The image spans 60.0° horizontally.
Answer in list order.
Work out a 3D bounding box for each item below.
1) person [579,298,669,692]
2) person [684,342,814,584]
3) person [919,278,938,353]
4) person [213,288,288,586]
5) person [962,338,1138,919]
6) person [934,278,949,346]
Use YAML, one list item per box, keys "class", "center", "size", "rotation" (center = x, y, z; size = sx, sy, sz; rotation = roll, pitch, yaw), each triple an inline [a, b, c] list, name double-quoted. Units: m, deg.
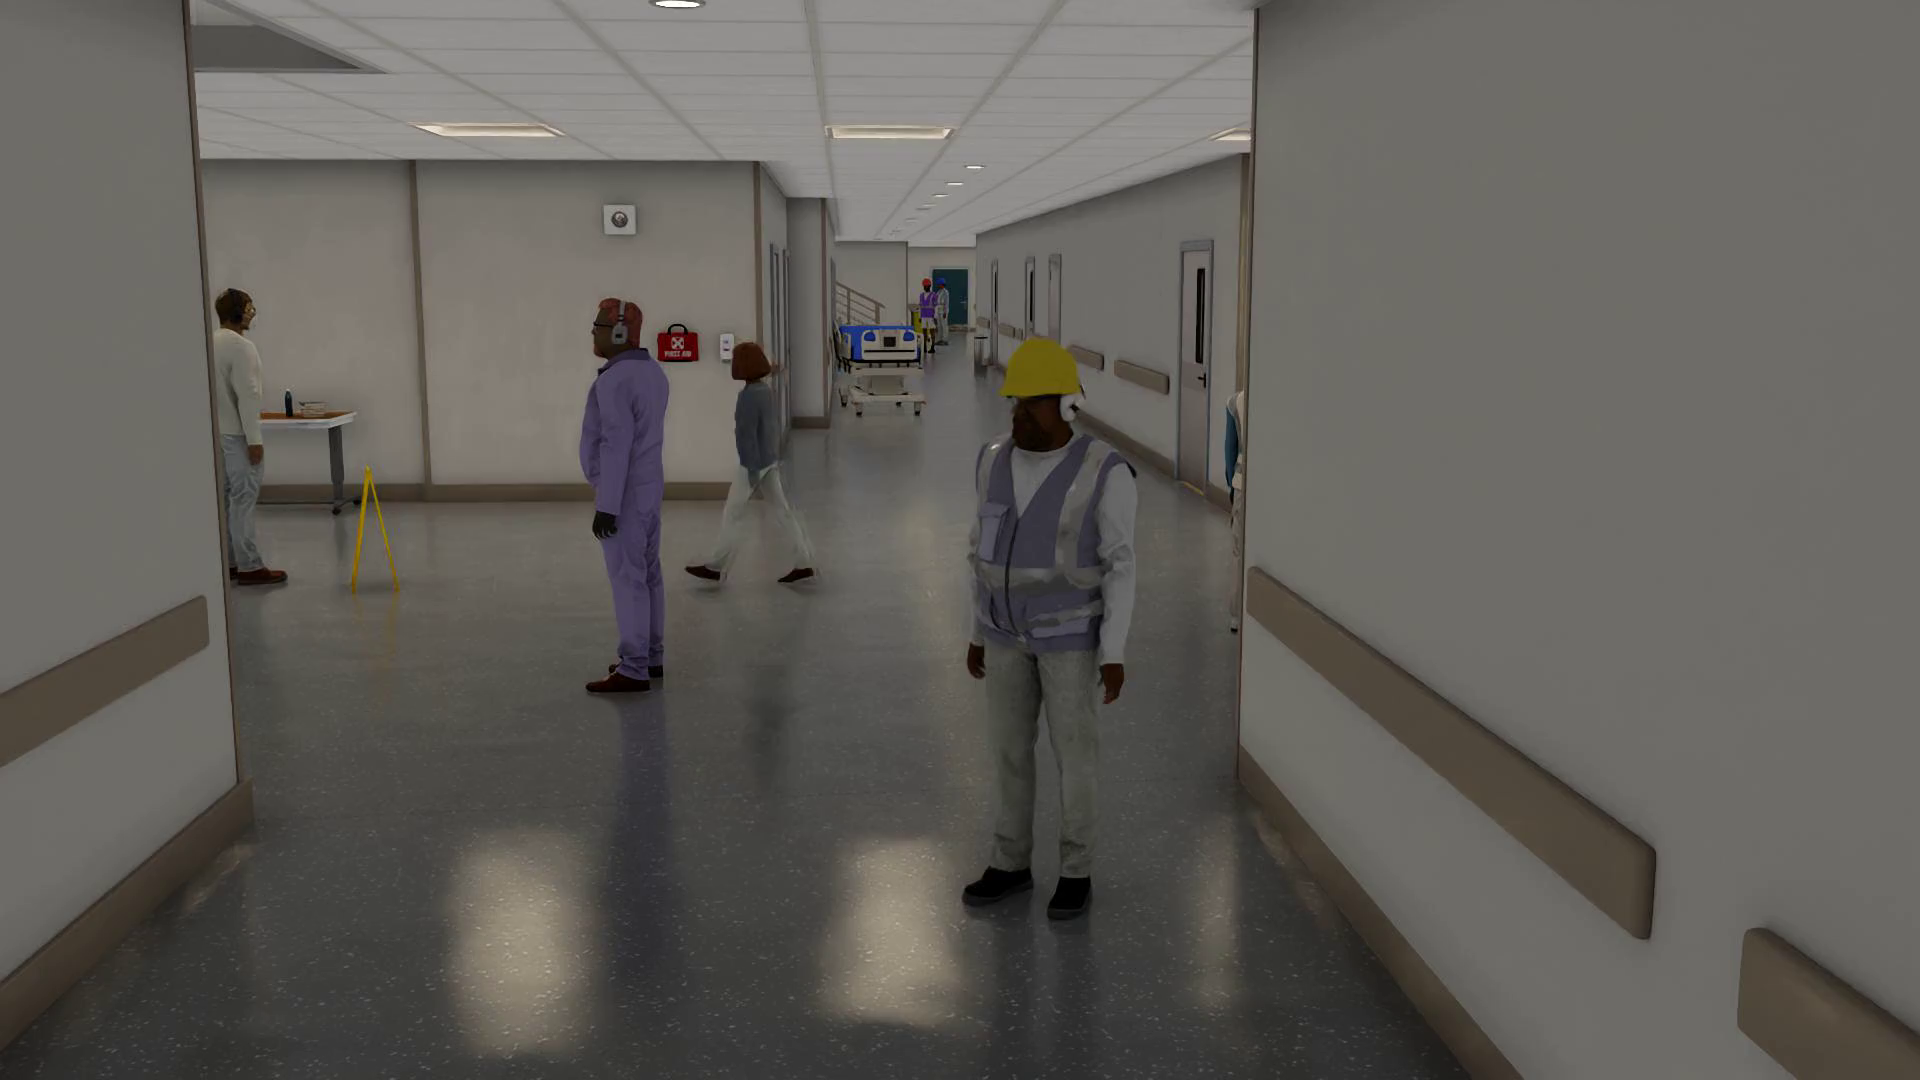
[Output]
- class: "person"
  center: [-1.648, -0.217, 8.130]
  size: [0.407, 1.913, 0.641]
  rotation: [1, 9, 6]
- class: "person"
  center: [-1.355, -0.492, 10.852]
  size: [0.881, 1.585, 0.517]
  rotation: [2, 9, 13]
- class: "person"
  center: [-0.850, -5.833, 43.301]
  size: [0.552, 1.935, 0.366]
  rotation: [6, 11, 32]
- class: "person"
  center: [-4.738, -0.673, 10.904]
  size: [0.628, 1.939, 0.375]
  rotation: [9, 13, 44]
- class: "person"
  center: [0.259, 0.279, 5.264]
  size: [0.593, 1.833, 0.403]
  rotation: [6, 11, 34]
- class: "person"
  center: [-0.522, -6.578, 47.947]
  size: [0.384, 1.948, 0.605]
  rotation: [-5, 10, -27]
